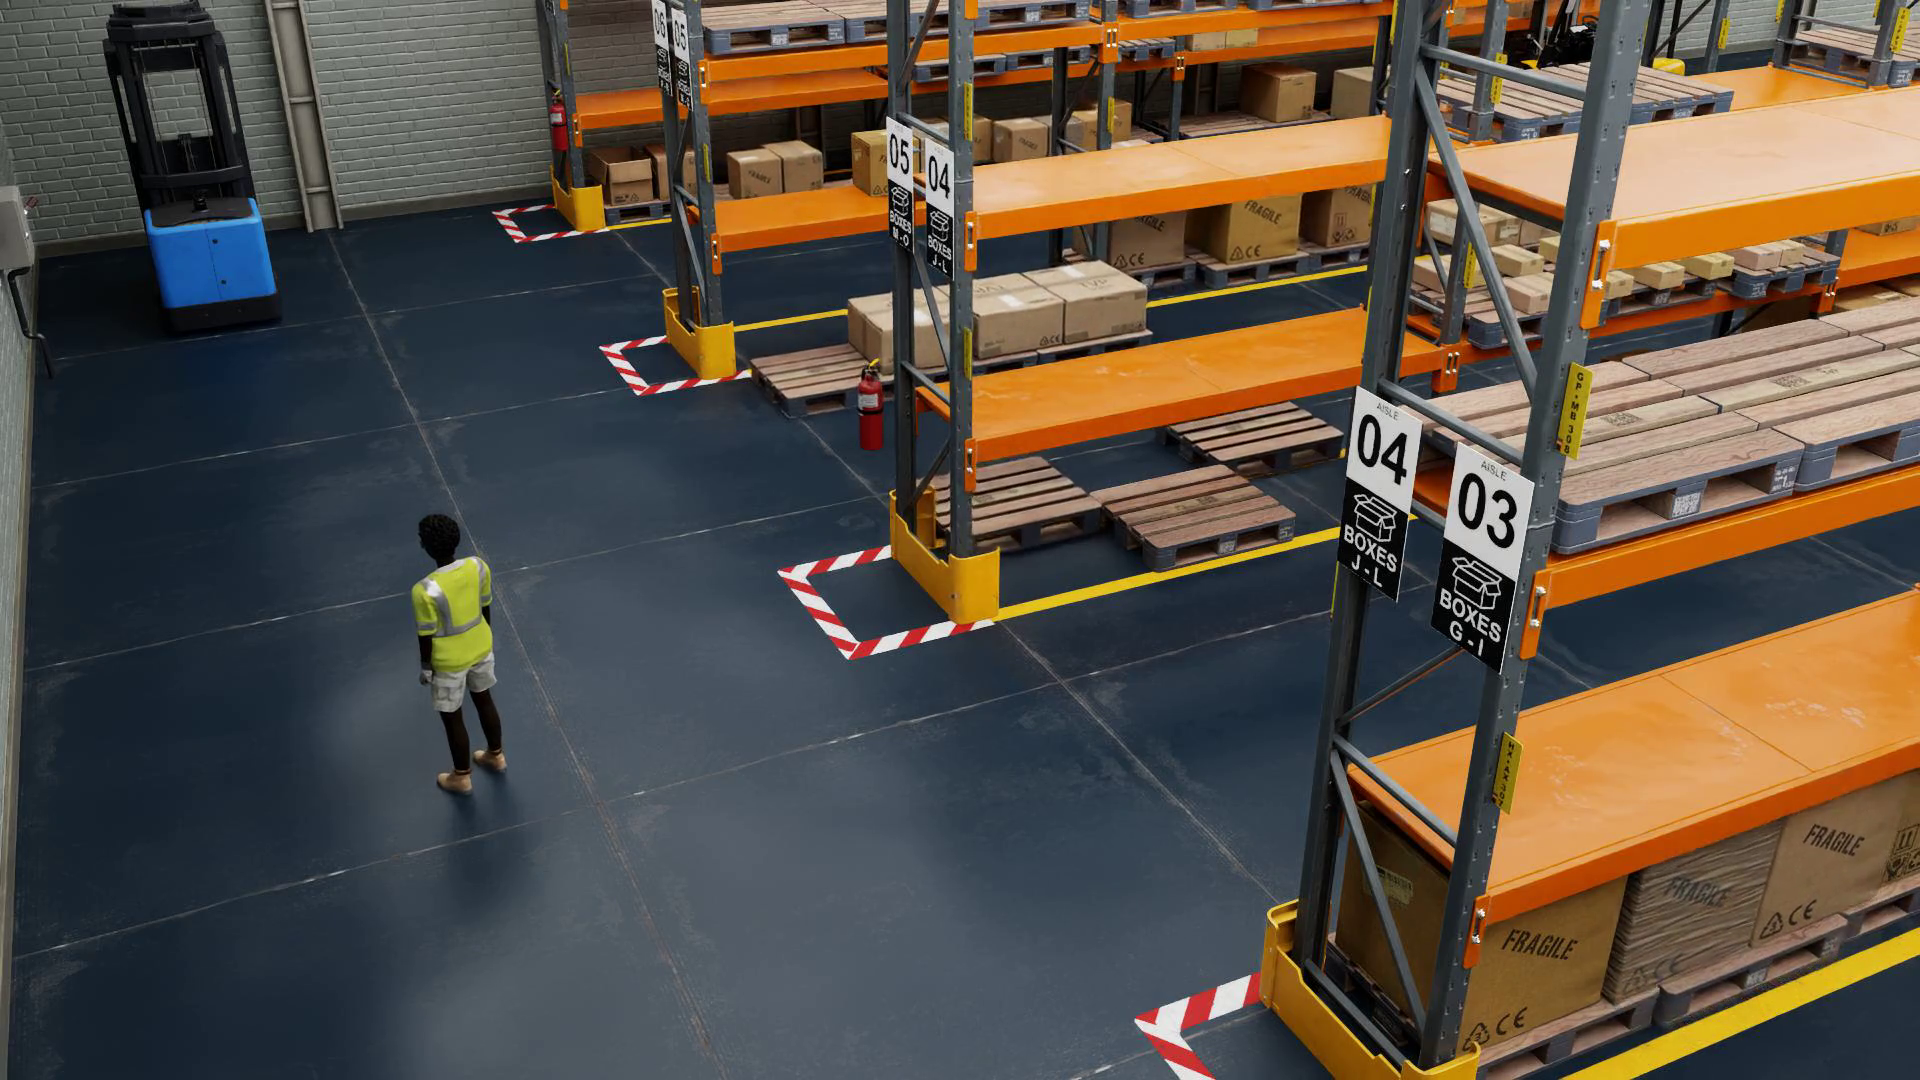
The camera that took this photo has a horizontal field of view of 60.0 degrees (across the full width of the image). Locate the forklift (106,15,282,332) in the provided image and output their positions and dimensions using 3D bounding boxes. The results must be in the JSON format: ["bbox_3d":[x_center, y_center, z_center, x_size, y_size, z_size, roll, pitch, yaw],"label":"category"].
[{"bbox_3d":[-7.548,-3.672,16.323,1.129,2.768,1.873,-12,30,-22],"label":"forklift"}]

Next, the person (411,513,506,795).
[{"bbox_3d":[-2.812,0.633,9.349,0.321,1.686,0.537,15,31,26],"label":"person"}]

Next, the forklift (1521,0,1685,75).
[{"bbox_3d":[8.950,-6.807,23.056,1.214,2.155,2.313,-12,30,-22],"label":"forklift"}]
